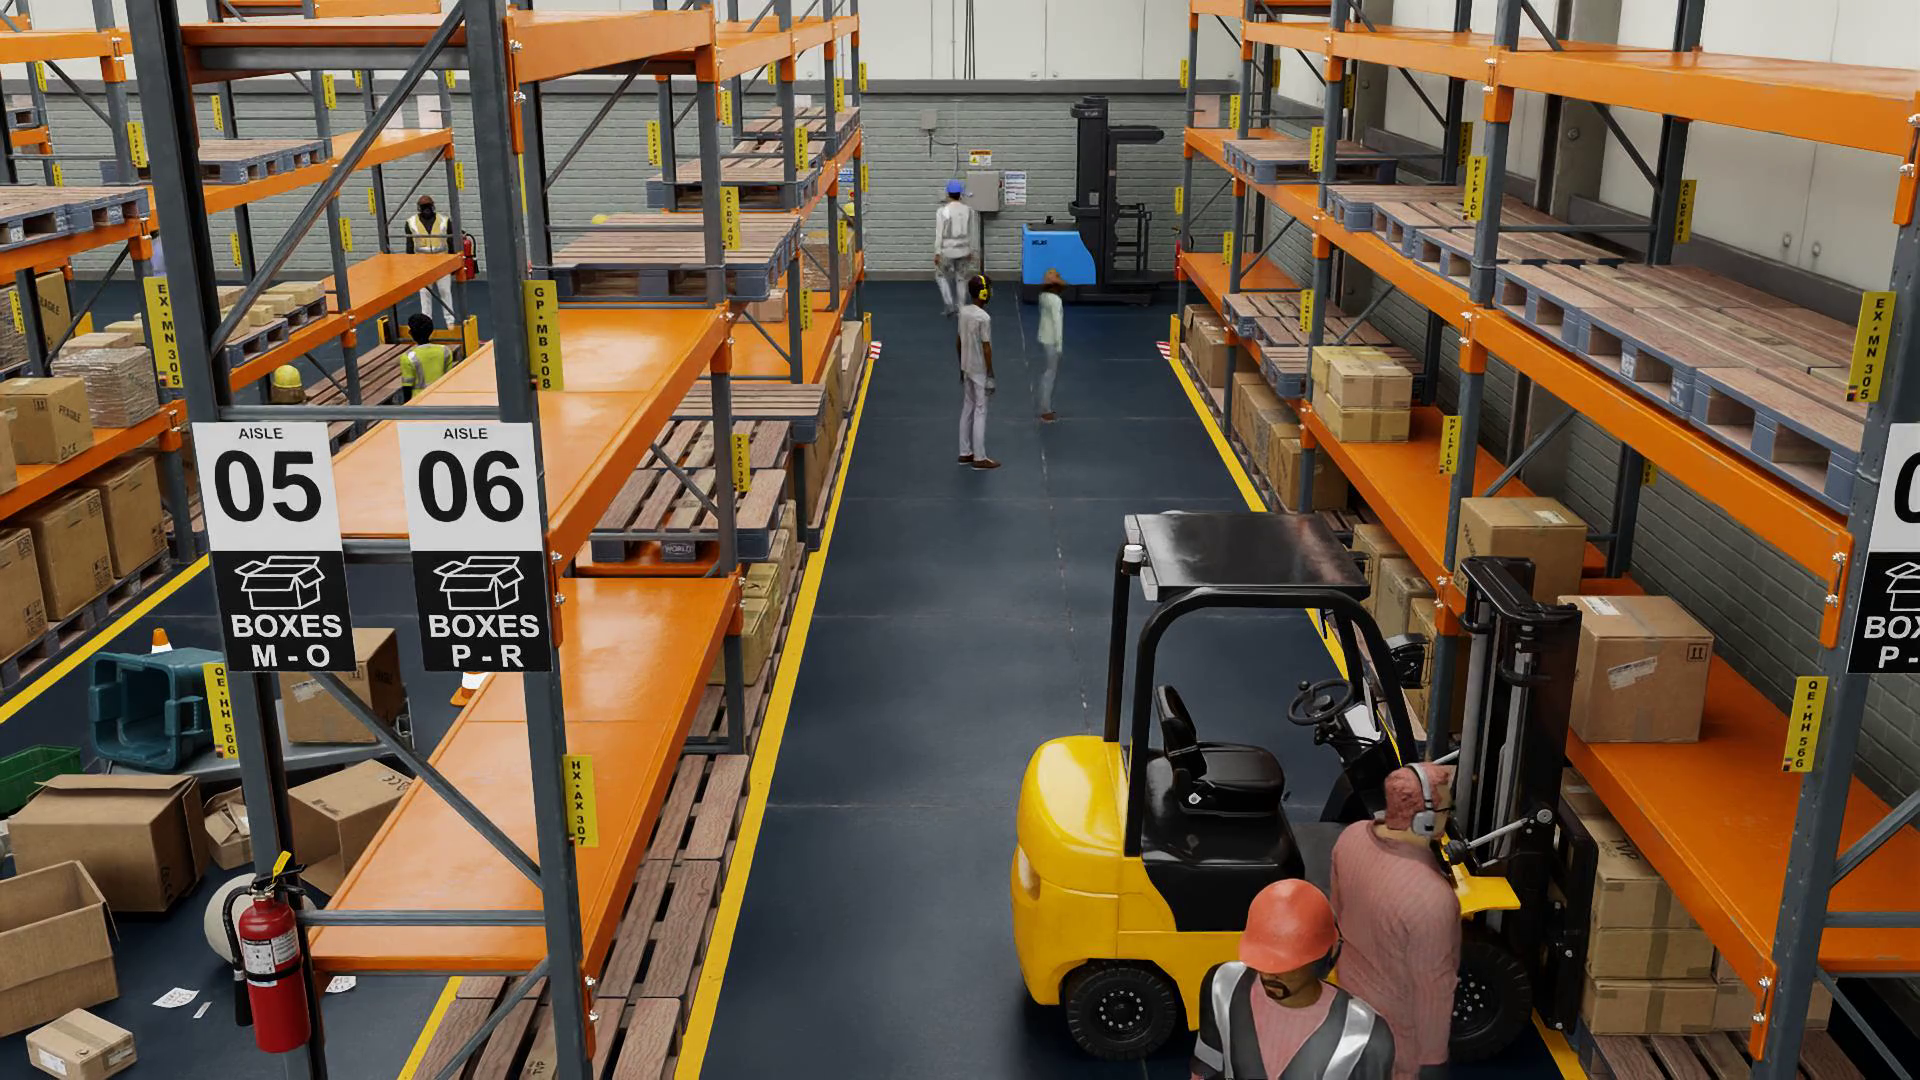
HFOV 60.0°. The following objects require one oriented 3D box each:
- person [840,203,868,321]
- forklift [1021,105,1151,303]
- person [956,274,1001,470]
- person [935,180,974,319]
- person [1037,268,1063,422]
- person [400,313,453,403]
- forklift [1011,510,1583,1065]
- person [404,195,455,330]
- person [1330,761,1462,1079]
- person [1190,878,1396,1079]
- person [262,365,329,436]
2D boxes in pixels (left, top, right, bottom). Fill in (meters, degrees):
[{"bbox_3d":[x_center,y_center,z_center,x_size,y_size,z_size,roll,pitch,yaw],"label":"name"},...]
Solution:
[{"bbox_3d":[-1.456,-3.653,22.339,0.486,1.737,0.319,-7,20,-20],"label":"person"},{"bbox_3d":[1.857,-4.944,24.441,1.873,2.768,1.129,0,18,0],"label":"forklift"},{"bbox_3d":[0.165,-1.608,15.945,0.310,1.864,0.534,-12,22,-32],"label":"person"},{"bbox_3d":[-0.088,-4.024,23.154,0.631,1.927,0.456,-10,21,-28],"label":"person"},{"bbox_3d":[0.981,-2.084,17.789,0.300,1.610,0.647,-6,19,-17],"label":"person"},{"bbox_3d":[-4.770,-1.197,14.981,0.318,1.692,0.537,14,23,36],"label":"person"},{"bbox_3d":[1.387,1.055,7.378,2.313,2.155,1.214,0,18,0],"label":"forklift"},{"bbox_3d":[-7.092,-3.704,22.334,0.634,1.837,0.430,-6,19,-17],"label":"person"},{"bbox_3d":[1.567,1.674,5.957,0.401,1.910,0.641,-5,19,-16],"label":"person"},{"bbox_3d":[0.949,1.925,4.982,0.611,2.042,0.394,12,22,31],"label":"person"},{"bbox_3d":[-5.046,-0.478,12.720,0.484,1.744,0.295,-16,24,-40],"label":"person"}]
